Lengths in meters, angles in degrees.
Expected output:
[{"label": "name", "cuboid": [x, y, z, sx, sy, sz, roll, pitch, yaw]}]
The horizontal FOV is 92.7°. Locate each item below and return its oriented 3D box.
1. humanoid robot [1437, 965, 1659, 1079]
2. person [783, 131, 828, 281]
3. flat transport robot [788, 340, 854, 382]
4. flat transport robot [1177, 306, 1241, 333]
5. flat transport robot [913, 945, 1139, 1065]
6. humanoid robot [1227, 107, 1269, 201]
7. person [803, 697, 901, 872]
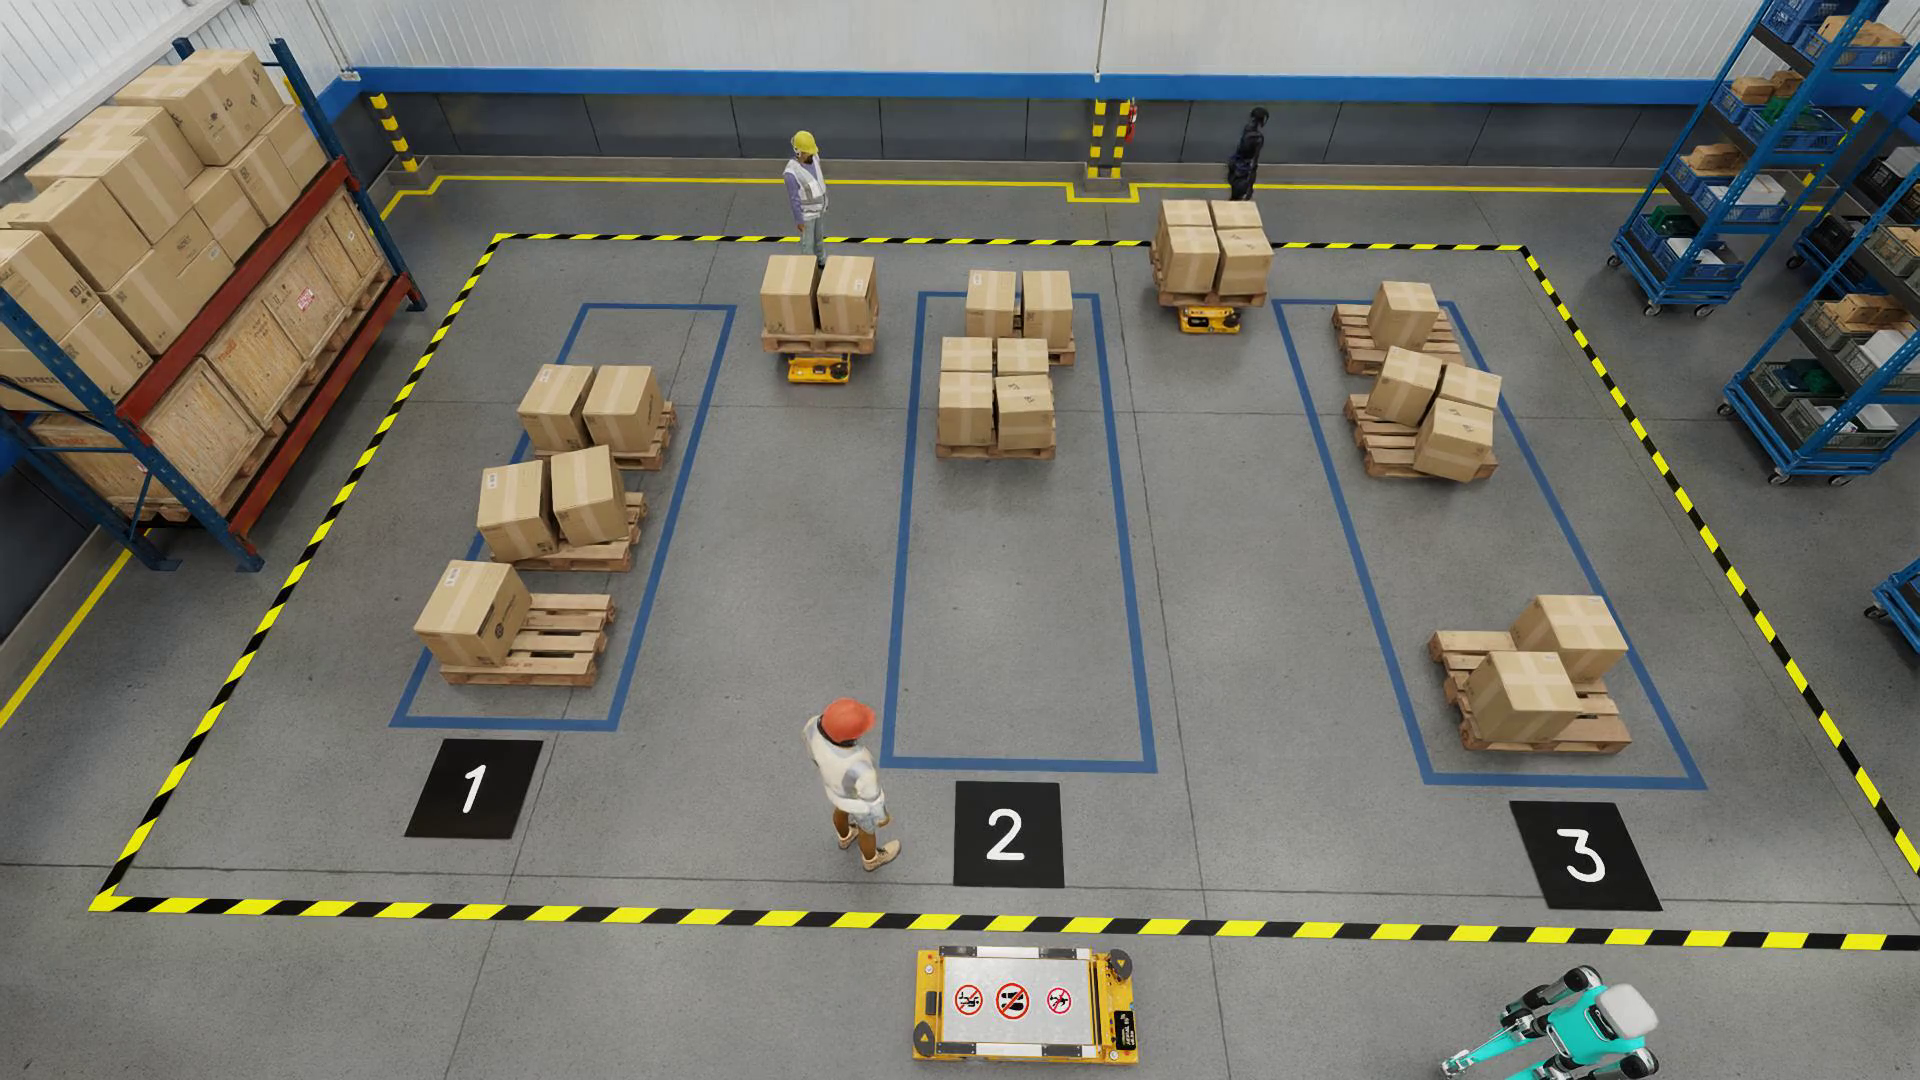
[{"label": "humanoid robot", "cuboid": [3.098, 2.882, 5.100, 0.735, 1.681, 0.533, -12, 52, -10]}, {"label": "person", "cuboid": [-1.722, -3.832, 10.605, 0.404, 1.826, 0.585, 20, 54, 15]}, {"label": "flat transport robot", "cuboid": [-1.528, -2.324, 10.362, 0.652, 0.197, 1.431, 1, 51, 1]}, {"label": "flat transport robot", "cuboid": [2.891, -2.987, 10.902, 0.652, 0.197, 1.431, 1, 51, 1]}, {"label": "flat transport robot", "cuboid": [0.422, 3.041, 6.007, 1.431, 0.231, 0.659, 1, 51, 1]}, {"label": "humanoid robot", "cuboid": [3.507, -4.489, 11.255, 0.754, 1.625, 0.601, -6, 51, -5]}, {"label": "person", "cuboid": [-0.687, 1.612, 6.030, 0.614, 2.039, 0.380, 36, 59, 26]}]
